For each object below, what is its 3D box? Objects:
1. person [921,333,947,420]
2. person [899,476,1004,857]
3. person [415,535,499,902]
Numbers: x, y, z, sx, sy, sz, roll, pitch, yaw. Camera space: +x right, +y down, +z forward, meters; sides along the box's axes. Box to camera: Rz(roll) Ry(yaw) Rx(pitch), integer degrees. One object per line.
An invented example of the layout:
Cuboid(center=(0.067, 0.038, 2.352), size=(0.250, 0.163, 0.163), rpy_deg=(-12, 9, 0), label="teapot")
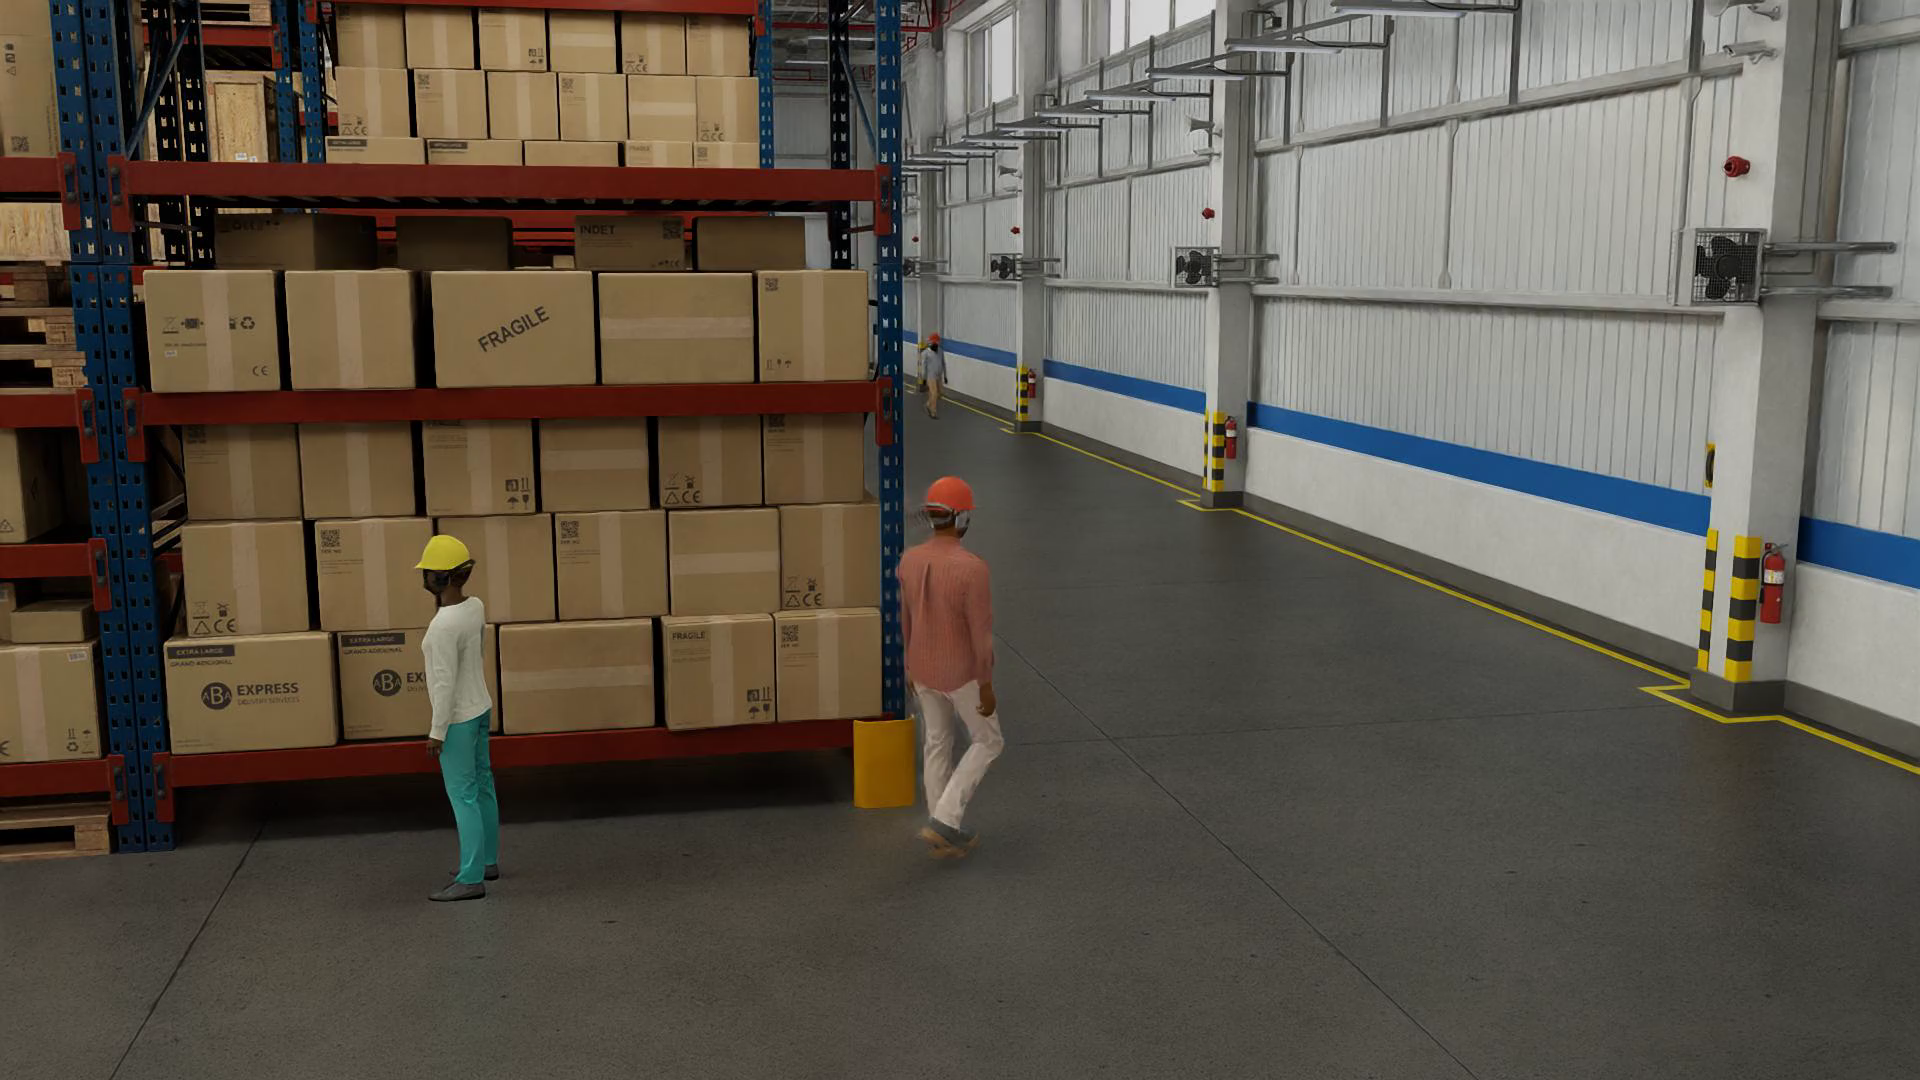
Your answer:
Cuboid(center=(-0.538, -3.283, 33.290), size=(0.576, 1.734, 0.569), rpy_deg=(-8, 12, -41), label="person")
Cuboid(center=(-0.053, 0.662, 8.474), size=(0.648, 1.981, 0.415), rpy_deg=(9, 13, 42), label="person")
Cuboid(center=(-2.427, 0.851, 8.002), size=(0.315, 1.770, 0.524), rpy_deg=(1, 9, 4), label="person")
